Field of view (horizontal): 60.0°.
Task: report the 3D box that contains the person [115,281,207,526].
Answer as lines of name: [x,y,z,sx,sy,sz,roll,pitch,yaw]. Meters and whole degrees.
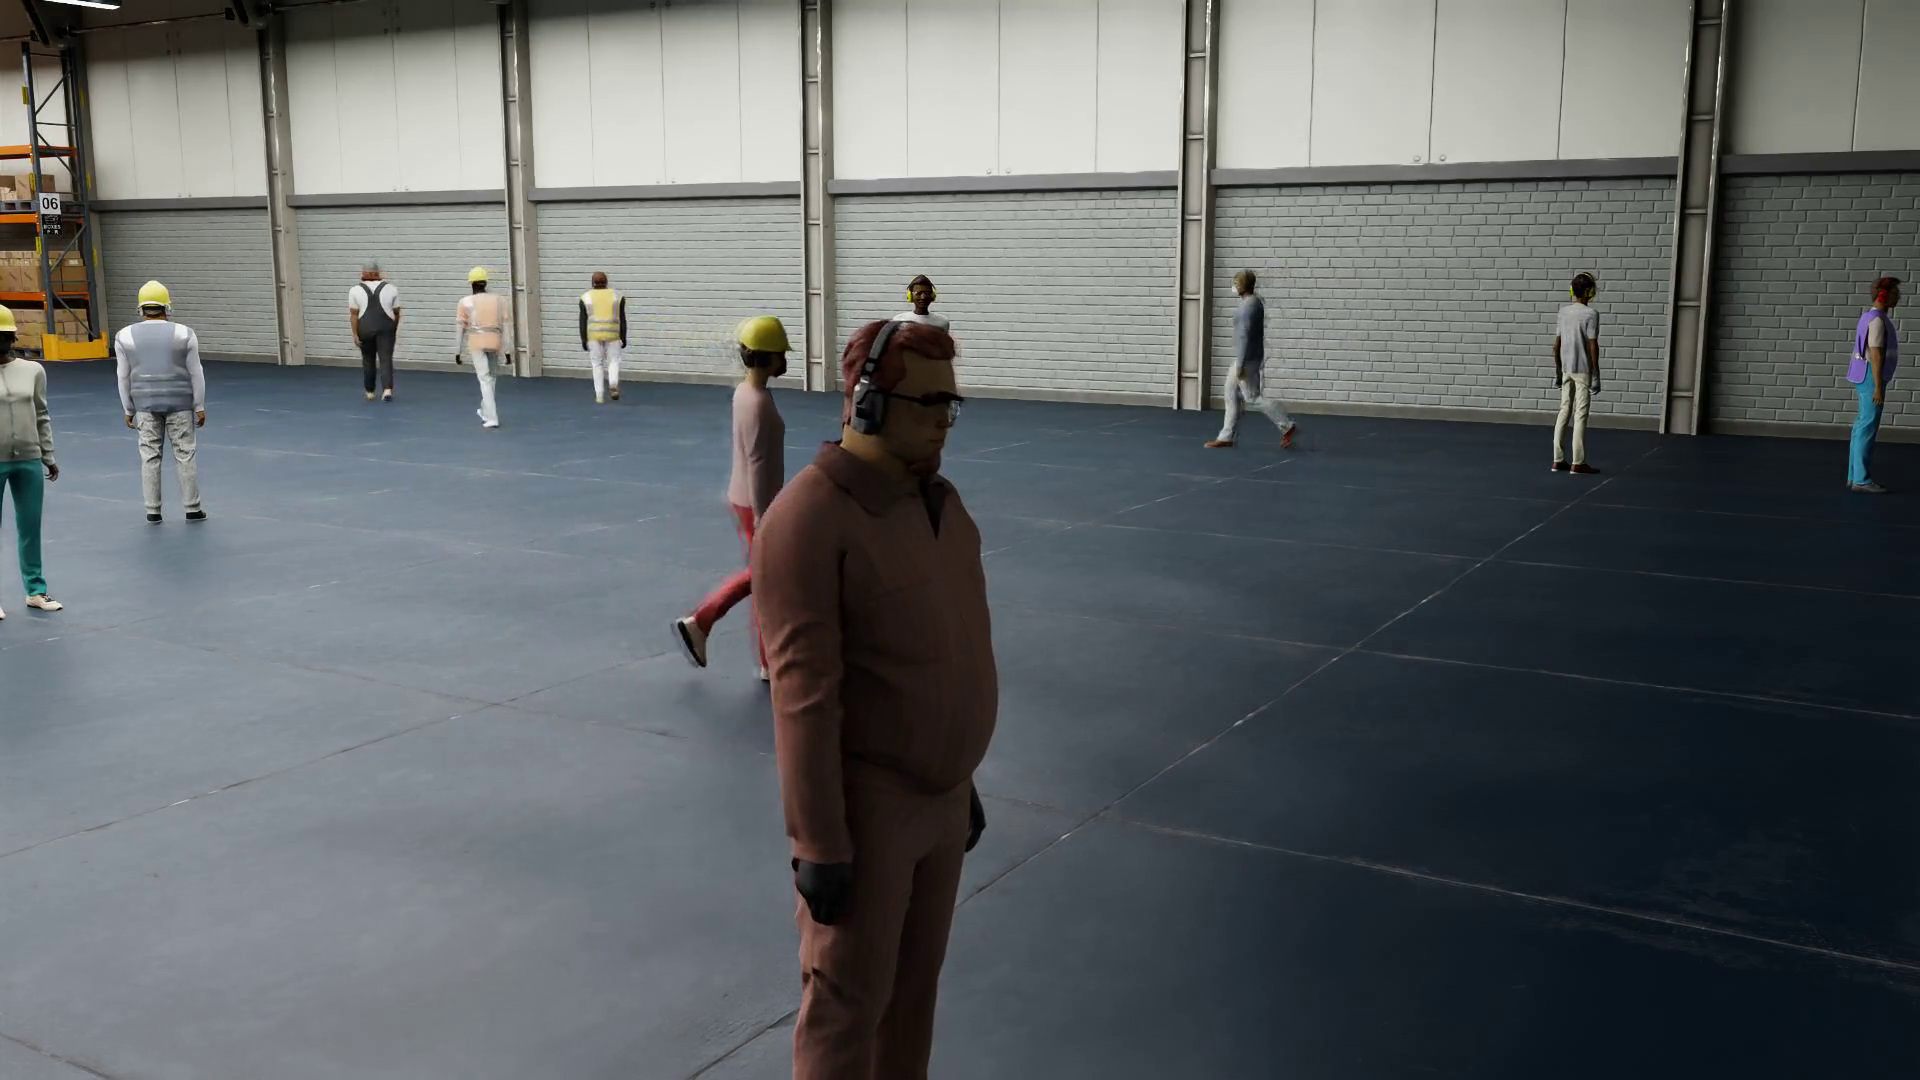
person: [-5.993,-1.022,12.523,0.591,1.837,0.403,-3,10,-16]

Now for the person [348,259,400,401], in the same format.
person: [-8.203,-2.973,23.344,0.673,2.000,1.023,-3,10,-20]

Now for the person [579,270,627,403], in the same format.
person: [-4.927,-2.798,22.947,0.645,1.823,0.456,-3,10,-15]

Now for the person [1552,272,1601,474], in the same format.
person: [5.774,-1.554,15.519,0.316,1.875,0.531,-5,11,-25]

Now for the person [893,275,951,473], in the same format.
person: [-0.320,-1.238,13.689,0.508,1.872,0.329,-3,10,-16]

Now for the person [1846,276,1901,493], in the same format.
person: [7.852,-1.336,14.320,0.390,1.849,0.566,4,10,21]

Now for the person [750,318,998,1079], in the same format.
person: [-0.126,0.518,3.309,0.410,1.905,0.641,5,11,26]

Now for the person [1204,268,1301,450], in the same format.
person: [3.064,-1.863,17.282,0.932,1.907,0.635,2,10,12]

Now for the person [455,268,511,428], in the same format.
person: [-5.717,-2.292,19.838,0.608,1.872,0.973,-7,12,-37]

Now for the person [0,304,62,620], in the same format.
person: [-5.339,-0.442,9.334,0.316,1.767,0.535,7,12,35]

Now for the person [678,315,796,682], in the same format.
person: [-1.001,-0.178,7.817,0.567,1.749,0.544,-2,10,-12]
